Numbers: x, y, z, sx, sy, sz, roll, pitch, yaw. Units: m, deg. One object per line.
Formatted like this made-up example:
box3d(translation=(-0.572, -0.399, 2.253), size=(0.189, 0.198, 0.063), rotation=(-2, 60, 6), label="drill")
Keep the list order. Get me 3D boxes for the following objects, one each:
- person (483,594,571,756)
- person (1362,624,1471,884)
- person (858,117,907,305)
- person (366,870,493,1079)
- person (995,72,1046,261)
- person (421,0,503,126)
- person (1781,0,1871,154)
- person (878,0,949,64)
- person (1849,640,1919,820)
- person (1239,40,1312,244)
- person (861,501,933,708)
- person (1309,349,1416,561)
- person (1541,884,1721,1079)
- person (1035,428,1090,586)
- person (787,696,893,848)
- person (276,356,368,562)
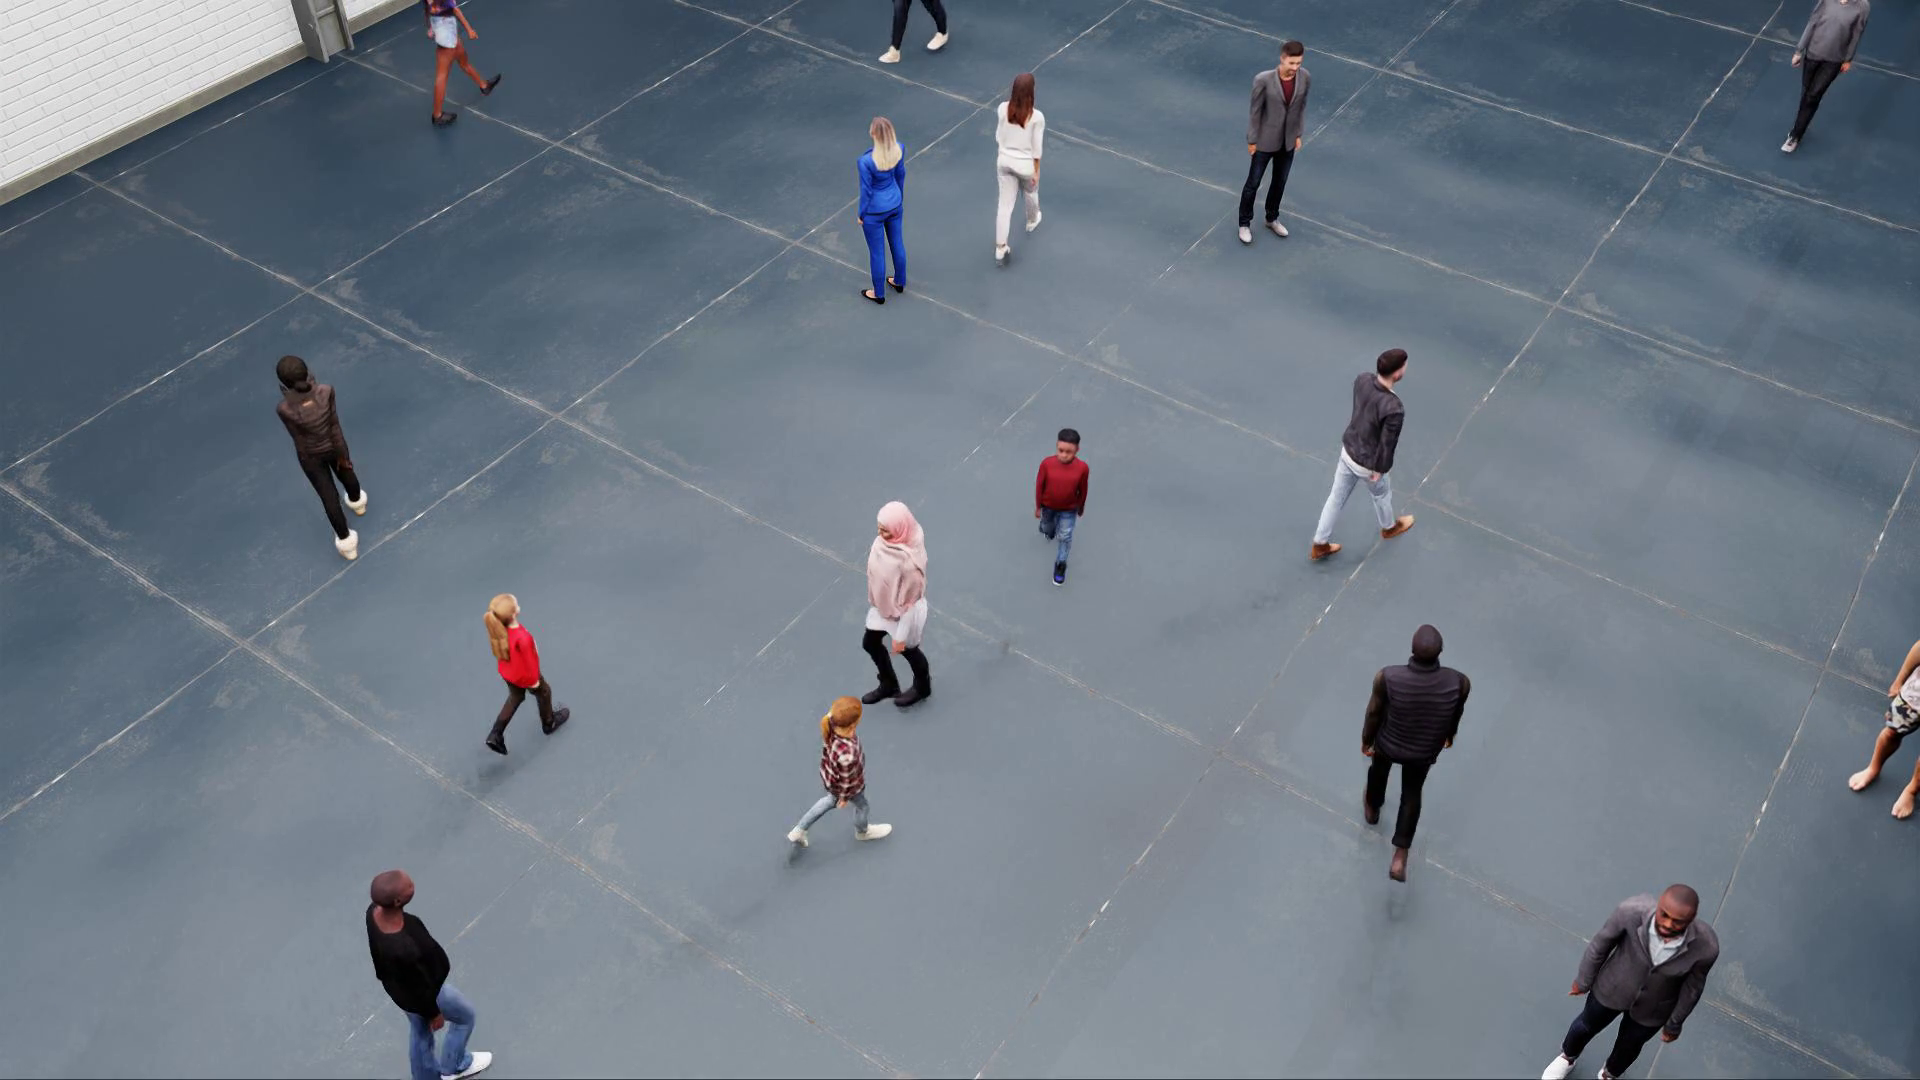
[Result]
box3d(translation=(-2.773, 0.852, 10.348), size=(0.482, 1.265, 0.809), rotation=(27, 50, 25), label="person")
box3d(translation=(2.580, 1.224, 9.561), size=(0.984, 1.811, 1.200), rotation=(7, 44, 7), label="person")
box3d(translation=(-0.634, -2.744, 13.807), size=(0.566, 1.701, 0.723), rotation=(-32, 52, -29), label="person")
box3d(translation=(-2.829, 2.327, 8.462), size=(0.681, 1.730, 0.664), rotation=(-34, 53, -30), label="person")
box3d(translation=(0.469, -3.192, 14.313), size=(0.823, 1.651, 1.156), rotation=(13, 45, 13), label="person")
box3d(translation=(-5.023, -4.806, 15.974), size=(1.185, 1.697, 0.756), rotation=(-33, 53, -30), label="person")
box3d(translation=(8.211, -4.597, 15.723), size=(0.961, 1.740, 0.735), rotation=(-34, 53, -31), label="person")
box3d(translation=(-0.356, -5.757, 16.923), size=(0.778, 1.764, 1.183), rotation=(34, 53, 30), label="person")
box3d(translation=(5.846, 0.912, 9.889), size=(0.632, 1.811, 0.710), rotation=(-34, 53, -31), label="person")
box3d(translation=(2.734, -3.485, 14.459), size=(0.761, 1.873, 0.843), rotation=(-11, 45, -11), label="person")
box3d(translation=(-0.283, 0.408, 10.436), size=(0.837, 1.786, 0.789), rotation=(-21, 47, -21), label="person")
box3d(translation=(2.708, -0.540, 11.417), size=(1.181, 1.804, 0.966), rotation=(-22, 48, -21), label="person")
box3d(translation=(3.413, 2.297, 8.431), size=(0.720, 1.817, 0.576), rotation=(23, 48, 22), label="person")
box3d(translation=(0.696, -0.306, 11.580), size=(0.697, 1.243, 0.851), rotation=(6, 44, 6), label="person")
box3d(translation=(-0.744, 1.406, 9.750), size=(0.941, 1.286, 0.809), rotation=(-15, 46, -15), label="person")
box3d(translation=(-4.526, -0.713, 11.700), size=(0.881, 1.664, 1.023), rotation=(11, 45, 12), label="person")
